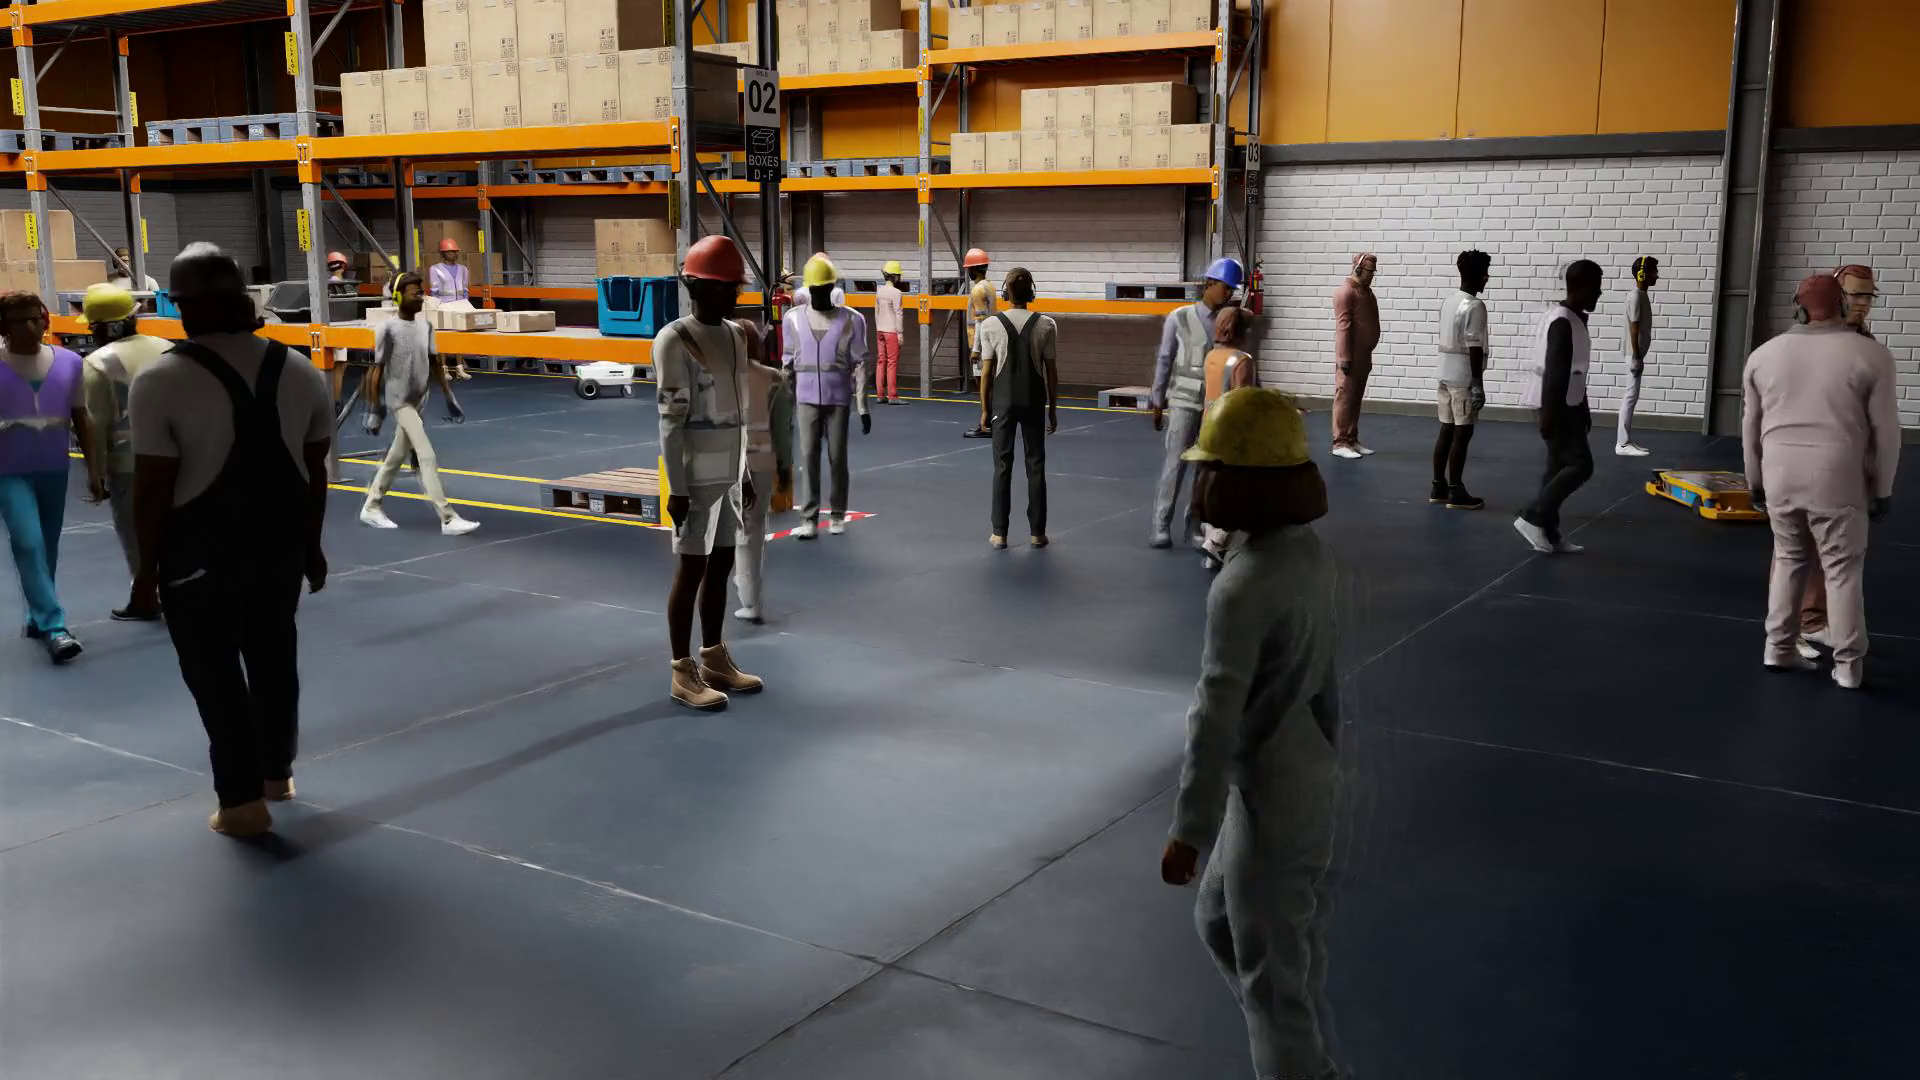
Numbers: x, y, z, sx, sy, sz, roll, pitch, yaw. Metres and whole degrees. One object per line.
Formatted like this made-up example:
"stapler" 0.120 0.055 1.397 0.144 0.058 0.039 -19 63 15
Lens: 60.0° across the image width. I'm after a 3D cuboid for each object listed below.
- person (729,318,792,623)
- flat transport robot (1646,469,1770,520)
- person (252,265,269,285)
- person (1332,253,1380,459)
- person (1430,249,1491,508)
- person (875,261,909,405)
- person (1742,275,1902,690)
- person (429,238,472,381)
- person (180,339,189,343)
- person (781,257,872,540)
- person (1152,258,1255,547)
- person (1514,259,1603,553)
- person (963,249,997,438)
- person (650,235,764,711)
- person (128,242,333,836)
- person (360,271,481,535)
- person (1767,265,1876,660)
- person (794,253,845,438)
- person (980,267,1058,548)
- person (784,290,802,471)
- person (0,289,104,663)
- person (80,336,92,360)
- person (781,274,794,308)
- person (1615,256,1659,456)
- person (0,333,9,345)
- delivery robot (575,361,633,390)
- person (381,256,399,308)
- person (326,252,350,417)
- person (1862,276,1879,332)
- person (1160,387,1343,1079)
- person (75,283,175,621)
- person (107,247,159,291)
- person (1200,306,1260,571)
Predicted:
"person" -1.213 -0.390 9.019 0.533 1.601 0.830 -6 12 -29
"flat transport robot" 5.731 -0.350 12.472 0.652 0.197 1.431 1 10 3
"person" -9.962 -3.068 23.684 0.835 1.662 0.543 1 10 5
"person" 3.723 -1.722 15.568 0.402 1.902 0.640 7 12 34
"person" 3.812 -1.218 12.627 0.371 1.958 0.598 -1 10 -5
"person" -0.849 -2.544 20.505 0.336 1.762 0.526 -7 12 -34
"person" 3.921 -0.265 7.619 0.421 1.873 0.668 -9 14 -42
"person" -7.347 -3.327 24.047 0.358 2.047 0.615 9 14 41
"person" -8.537 -2.183 18.724 0.537 1.690 0.324 3 11 18
"person" -0.920 -0.962 11.352 0.632 1.922 0.480 1 10 6
"person" 1.596 -0.884 10.907 0.649 1.910 0.451 -1 10 -5
"person" 3.885 -0.843 10.696 0.451 1.898 0.584 4 11 21
"person" 0.198 -2.005 17.042 0.376 1.933 0.545 2 11 14
"person" -1.061 -0.290 7.238 0.395 2.038 0.615 5 11 24
"person" -2.541 -0.026 5.773 0.586 2.000 0.687 7 13 36
"person" -3.812 -0.937 11.478 1.041 1.816 0.484 3 11 16
"person" 4.253 -0.378 8.109 0.644 1.904 0.399 -6 12 -32
"person" -1.402 -2.003 17.145 0.565 1.881 0.987 -6 12 -28
"person" 0.388 -0.860 10.937 0.514 1.845 0.339 0 10 0
"person" -1.547 -1.392 14.585 0.779 1.592 0.525 9 14 41
"person" -4.461 -0.305 8.052 1.016 1.777 0.626 7 13 35
"person" -14.247 -3.675 27.125 0.284 1.633 0.498 -9 14 -41
"person" -2.152 -2.464 20.462 0.649 1.612 0.514 6 12 31
"person" 6.398 -1.728 15.681 0.321 1.871 0.532 4 11 22
"person" -12.323 -2.834 21.460 0.625 1.992 0.386 -9 14 -42
"delivery robot" -4.553 -2.134 21.312 0.707 0.478 0.477 -4 11 -20
"person" -7.368 -2.793 21.723 0.652 1.811 0.628 5 11 26
"person" -7.142 -2.361 19.179 0.377 1.891 0.770 -7 12 -33
"person" 7.559 -1.393 14.112 0.312 1.767 0.533 6 12 28
"person" 0.639 0.550 3.455 0.404 1.731 0.495 5 11 24
"person" -4.277 -0.436 8.716 0.555 1.799 0.676 5 11 25
"person" -9.214 -2.269 18.486 0.635 1.937 0.354 -4 11 -21
"person" 1.643 -0.598 10.091 0.367 1.625 0.532 -4 11 -20
